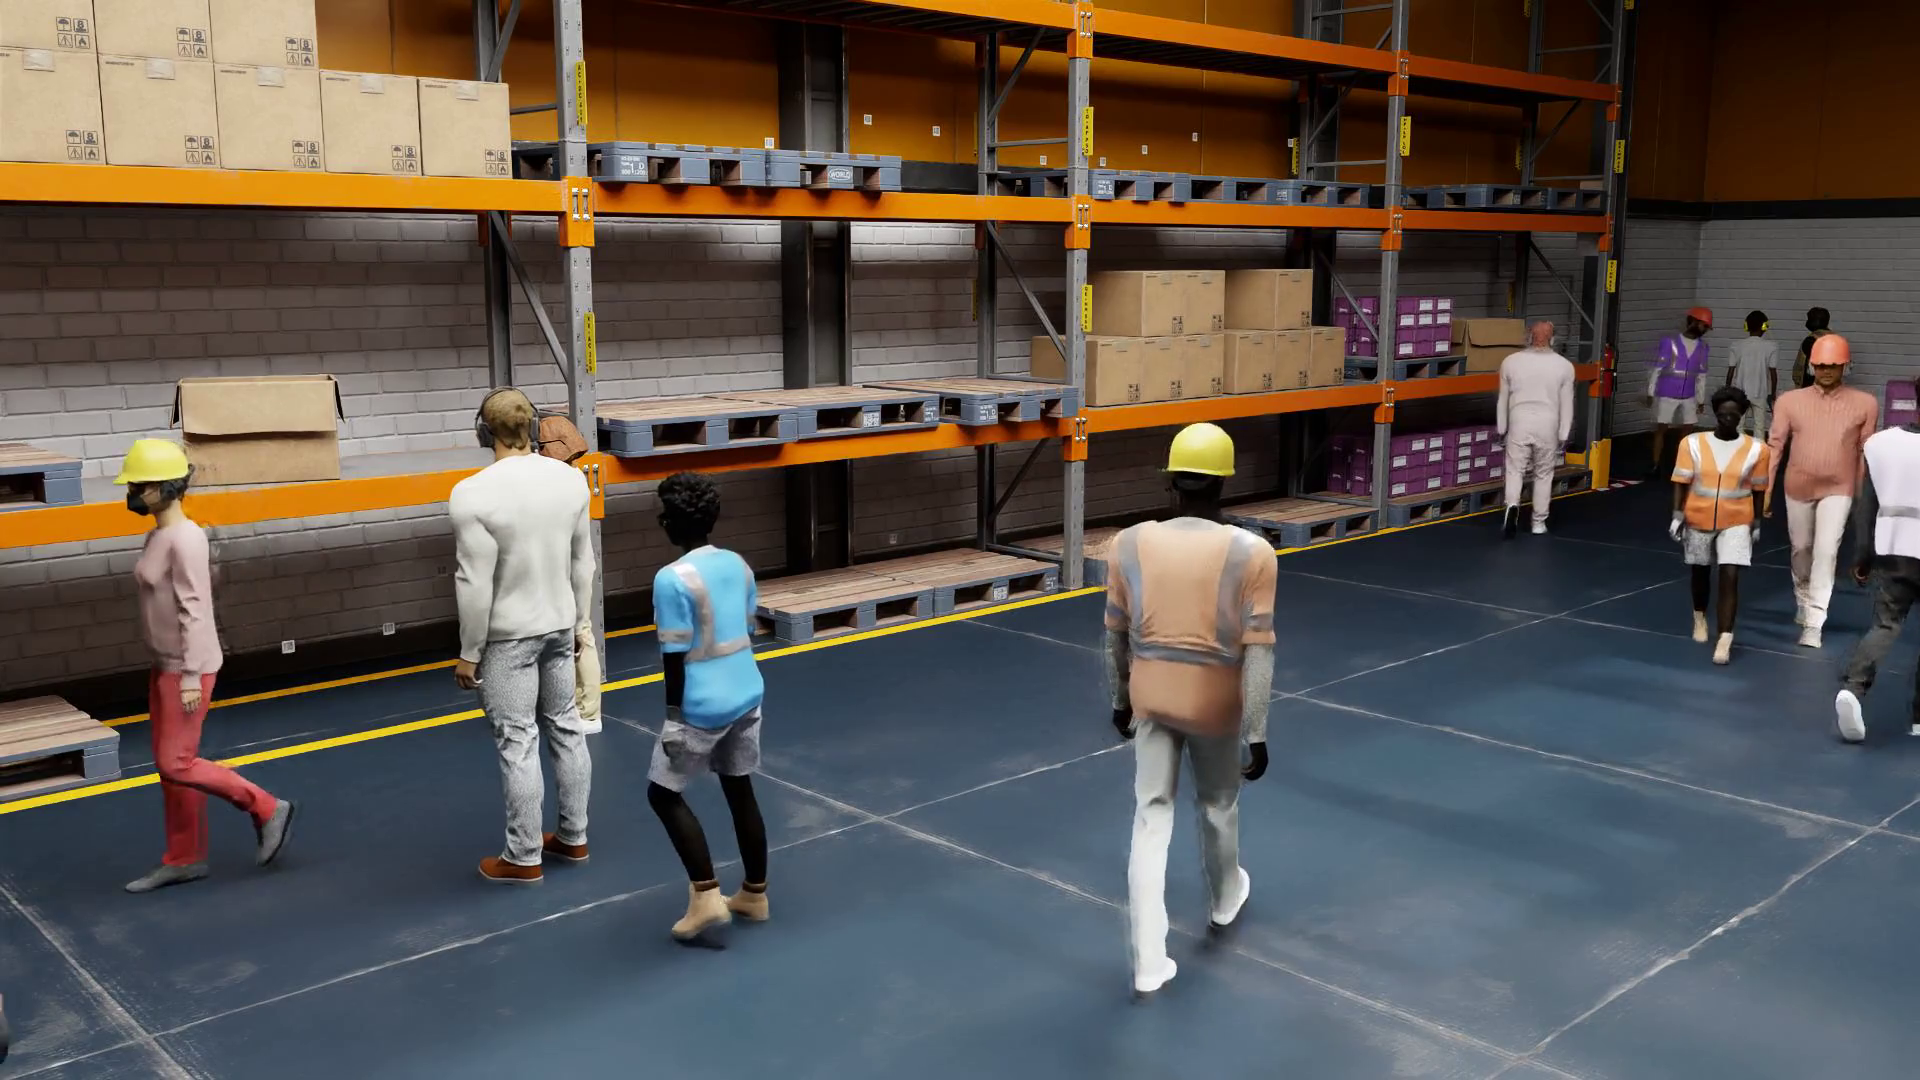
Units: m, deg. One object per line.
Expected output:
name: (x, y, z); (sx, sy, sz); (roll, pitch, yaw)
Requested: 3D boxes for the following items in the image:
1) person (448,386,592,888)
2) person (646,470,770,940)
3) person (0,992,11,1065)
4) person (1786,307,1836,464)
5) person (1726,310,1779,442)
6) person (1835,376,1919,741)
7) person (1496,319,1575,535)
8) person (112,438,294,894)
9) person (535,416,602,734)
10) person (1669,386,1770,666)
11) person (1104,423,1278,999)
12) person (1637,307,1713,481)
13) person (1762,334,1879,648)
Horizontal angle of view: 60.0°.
person: (-1.691, 0.377, 6.440); (0.375, 1.936, 0.628); (7, 12, 34)
person: (-0.894, 0.592, 5.961); (0.389, 1.669, 0.543); (4, 11, 24)
person: (-2.334, 0.913, 3.525); (0.657, 1.865, 0.980); (7, 12, 34)
person: (9.921, -1.783, 19.364); (0.633, 1.843, 0.429); (-9, 14, -44)
person: (8.351, -1.489, 17.579); (0.513, 1.864, 0.337); (5, 11, 28)
person: (4.740, 0.084, 8.293); (0.827, 1.896, 0.596); (-7, 12, -36)
person: (4.943, -0.951, 14.340); (0.648, 1.892, 0.679); (5, 11, 25)
person: (-2.945, 0.477, 6.365); (0.514, 1.753, 0.538); (-8, 12, -39)
person: (-2.002, 0.182, 8.488); (0.272, 1.627, 0.502); (-4, 10, -22)
person: (4.630, -0.121, 10.168); (0.537, 1.657, 0.857); (5, 11, 28)
person: (0.786, 0.536, 5.679); (0.610, 1.870, 0.977); (4, 11, 23)
person: (7.690, -1.553, 17.920); (0.705, 1.891, 0.375); (-1, 10, -3)
person: (5.491, -0.347, 10.665); (0.639, 1.948, 1.030); (6, 11, 31)
